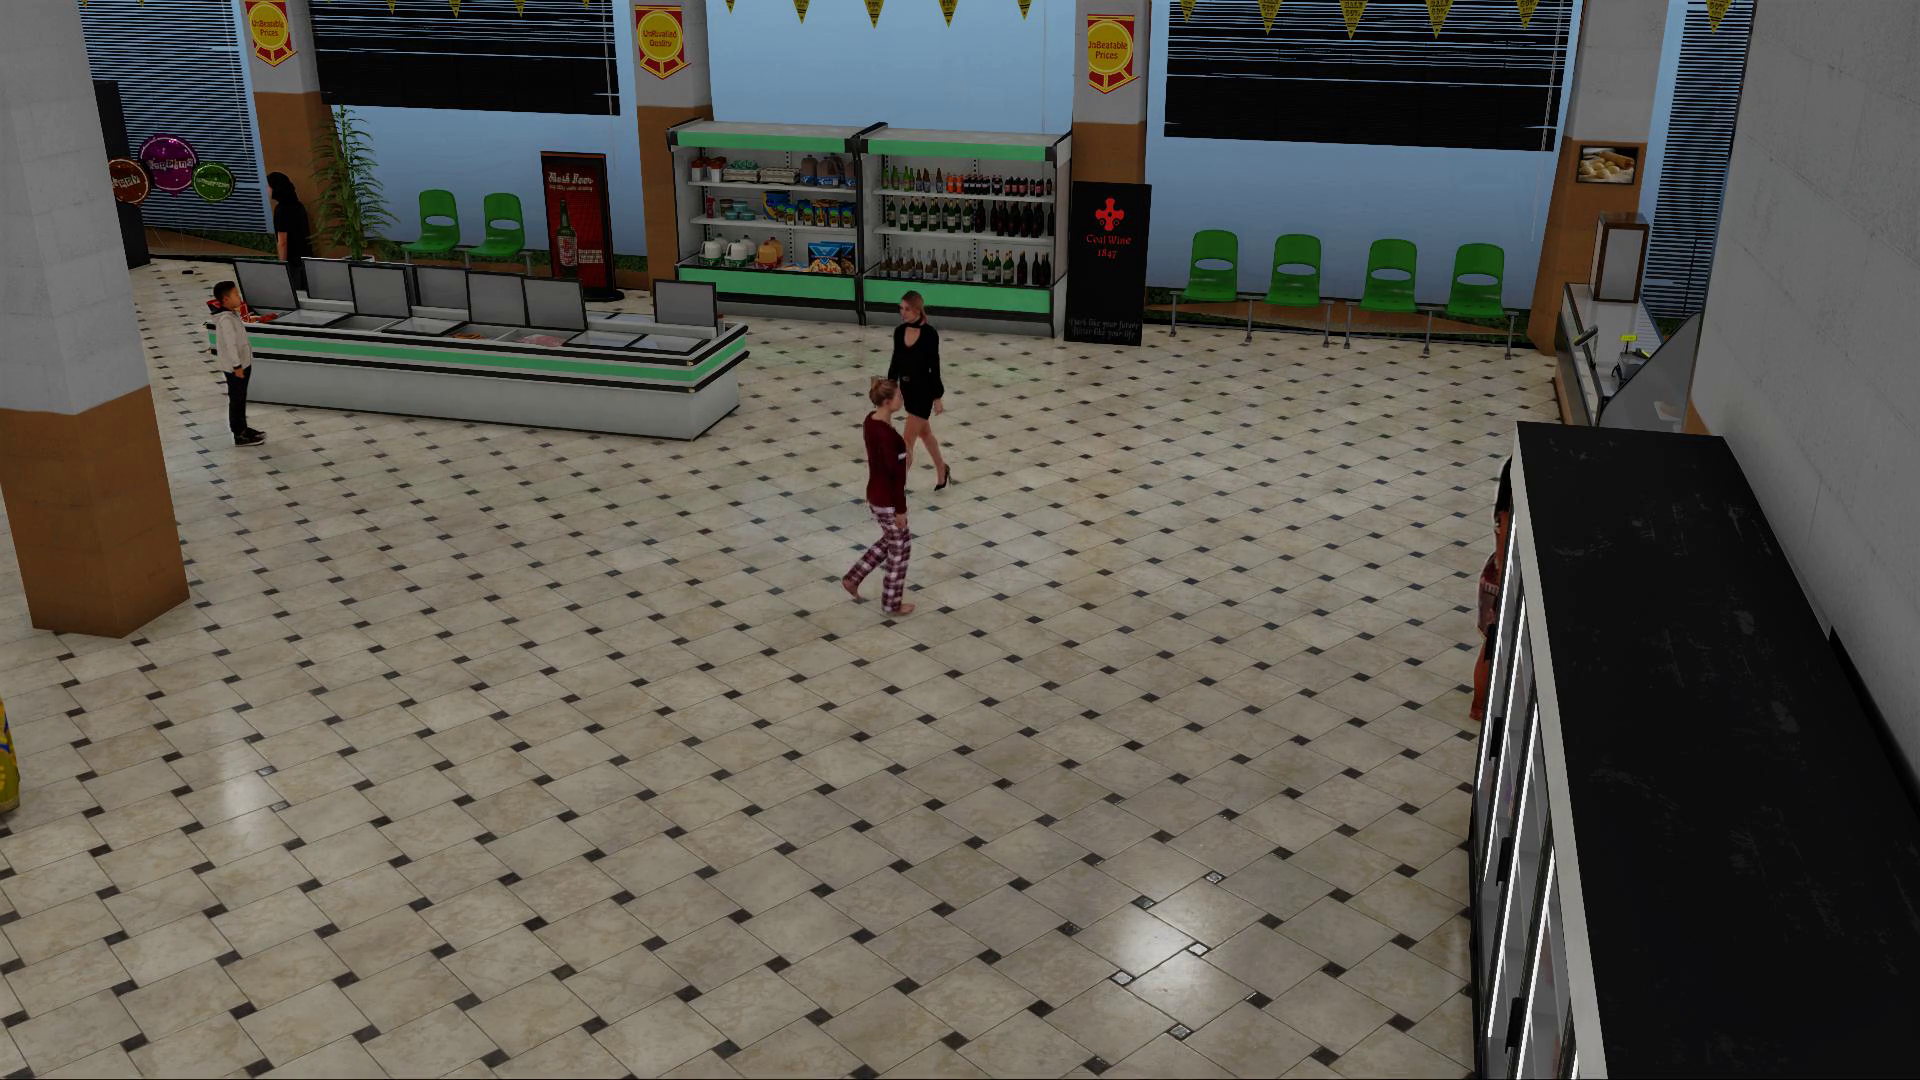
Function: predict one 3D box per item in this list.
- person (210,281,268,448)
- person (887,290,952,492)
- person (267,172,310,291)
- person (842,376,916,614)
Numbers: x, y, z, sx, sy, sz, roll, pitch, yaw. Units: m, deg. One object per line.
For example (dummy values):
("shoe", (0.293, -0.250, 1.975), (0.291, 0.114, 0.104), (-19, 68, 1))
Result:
("person", (-6.352, -1.544, 14.554), (0.652, 1.453, 0.649), (-5, 22, -11))
("person", (-0.292, -1.094, 13.094), (1.164, 1.707, 0.963), (16, 27, 34))
("person", (-7.062, -2.991, 17.652), (0.588, 1.829, 0.670), (1, 22, 3))
("person", (-0.553, -0.272, 11.081), (0.885, 1.683, 0.820), (-8, 23, -19))
